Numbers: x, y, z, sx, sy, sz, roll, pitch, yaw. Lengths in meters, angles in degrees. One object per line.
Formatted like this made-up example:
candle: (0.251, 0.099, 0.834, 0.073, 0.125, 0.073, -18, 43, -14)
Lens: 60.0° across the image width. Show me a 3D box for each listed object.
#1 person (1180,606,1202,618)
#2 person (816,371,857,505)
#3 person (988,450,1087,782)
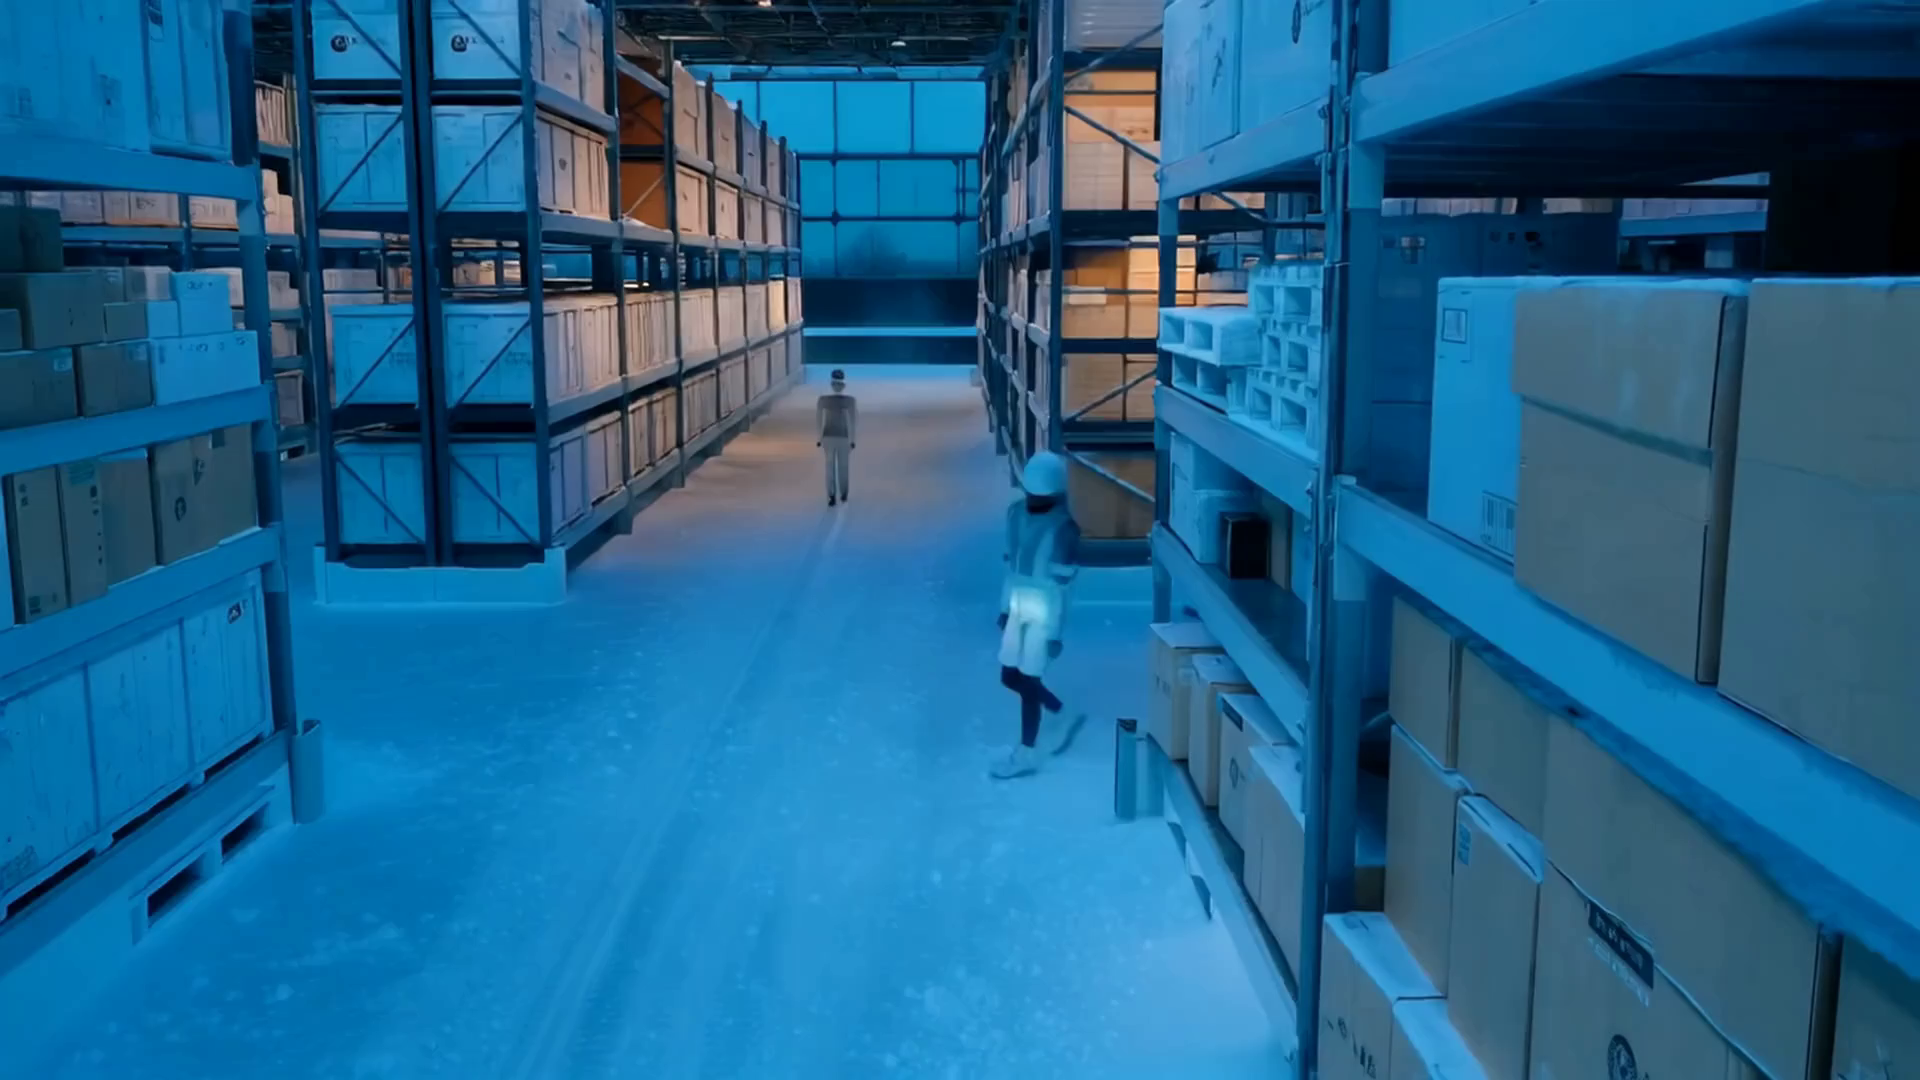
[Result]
person: (2.330, -0.158, 14.116, 0.925, 1.804, 0.574, 0, 9, -1)
person: (-1.602, -1.319, 21.508, 0.536, 1.724, 0.897, 0, 9, -1)
person: (0.504, 0.443, 9.820, 0.594, 2.001, 0.661, -5, 11, -29)
